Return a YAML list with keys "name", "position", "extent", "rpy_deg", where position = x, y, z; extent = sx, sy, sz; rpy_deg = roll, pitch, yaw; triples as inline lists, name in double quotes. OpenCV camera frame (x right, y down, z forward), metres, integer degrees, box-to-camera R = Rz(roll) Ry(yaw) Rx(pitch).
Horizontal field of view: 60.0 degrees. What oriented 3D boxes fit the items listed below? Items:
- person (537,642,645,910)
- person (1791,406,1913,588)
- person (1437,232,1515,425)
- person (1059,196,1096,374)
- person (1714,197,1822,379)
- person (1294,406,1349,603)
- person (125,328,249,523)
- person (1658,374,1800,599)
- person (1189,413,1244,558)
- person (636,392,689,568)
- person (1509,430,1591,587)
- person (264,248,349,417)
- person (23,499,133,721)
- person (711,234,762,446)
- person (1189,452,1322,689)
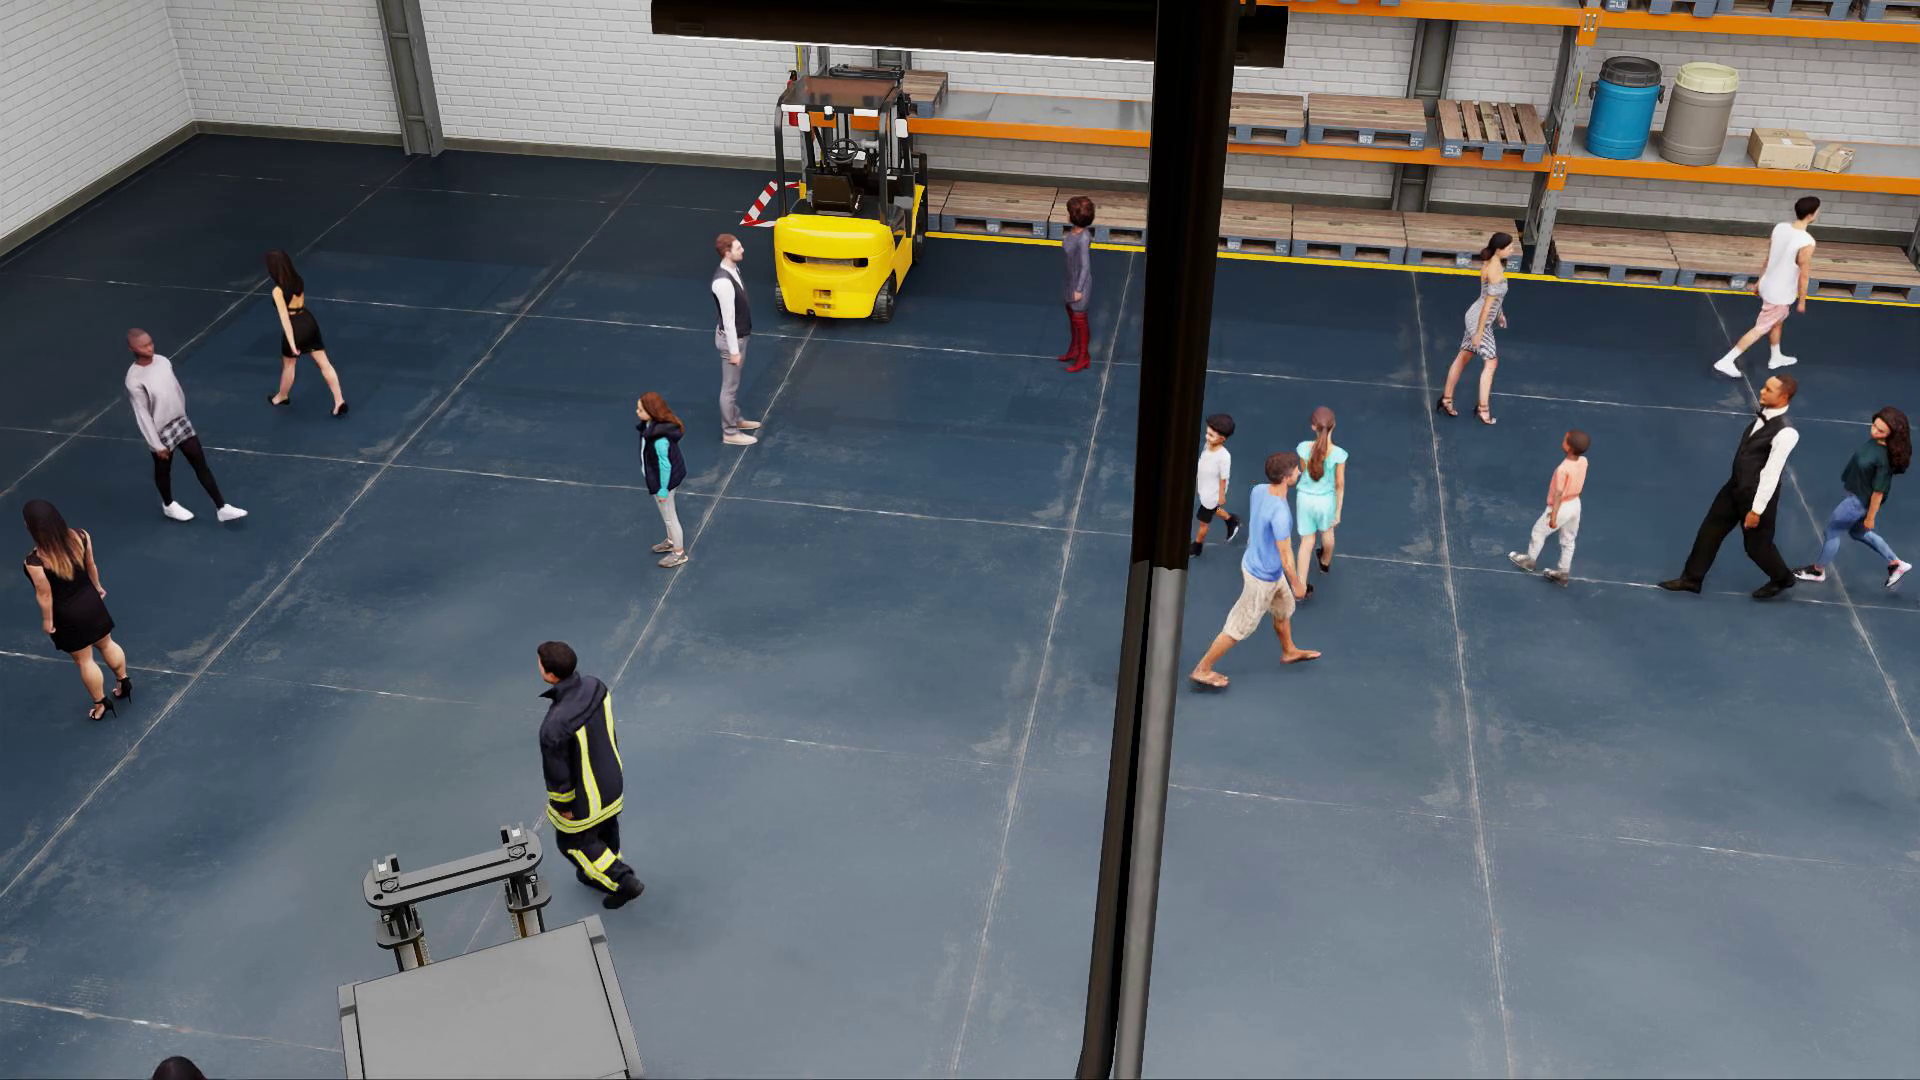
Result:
- name: "person"
  position: [-2.104, 1.400, 9.656]
  extent: [0.903, 1.914, 0.876]
  rpy_deg: [14, 36, 19]
- name: "person"
  position: [6.862, -0.274, 12.474]
  extent: [1.056, 1.584, 0.729]
  rpy_deg: [13, 36, 19]
- name: "person"
  position: [4.491, -1.886, 14.699]
  extent: [0.729, 1.805, 0.598]
  rpy_deg: [4, 34, 6]
- name: "person"
  position: [1.104, -2.390, 15.543]
  extent: [0.622, 1.710, 0.653]
  rpy_deg: [-6, 34, -9]
- name: "person"
  position: [7.475, -2.294, 15.364]
  extent: [1.224, 1.749, 0.925]
  rpy_deg: [-5, 34, -8]
- name: "person"
  position: [2.650, -0.244, 12.484]
  extent: [0.926, 1.524, 0.693]
  rpy_deg: [14, 36, 20]
- name: "person"
  position: [-6.410, -0.897, 13.266]
  extent: [1.073, 1.744, 0.784]
  rpy_deg: [12, 35, 18]
- name: "person"
  position: [5.956, -0.339, 12.298]
  extent: [1.268, 1.887, 0.814]
  rpy_deg: [1, 34, 1]
- name: "person"
  position: [2.025, -0.441, 13.032]
  extent: [0.893, 1.244, 0.759]
  rpy_deg: [-13, 36, -19]
- name: "person"
  position: [-2.304, -0.483, 12.865]
  extent: [0.716, 1.499, 0.680]
  rpy_deg: [-12, 35, -17]
- name: "person"
  position: [4.639, -0.218, 12.652]
  extent: [0.738, 1.293, 0.768]
  rpy_deg: [-15, 37, -22]
- name: "person"
  position: [-5.753, -1.793, 14.738]
  extent: [1.056, 1.608, 0.695]
  rpy_deg: [12, 35, 17]
- name: "person"
  position: [-5.965, 0.469, 11.234]
  extent: [0.642, 1.718, 0.688]
  rpy_deg: [11, 35, 16]
- name: "person"
  position: [-1.978, -1.751, 14.381]
  extent: [0.605, 1.932, 0.686]
  rpy_deg: [0, 34, 0]
- name: "person"
  position: [2.005, 0.254, 11.467]
  extent: [1.308, 1.820, 0.876]
  rpy_deg: [-3, 34, -5]
